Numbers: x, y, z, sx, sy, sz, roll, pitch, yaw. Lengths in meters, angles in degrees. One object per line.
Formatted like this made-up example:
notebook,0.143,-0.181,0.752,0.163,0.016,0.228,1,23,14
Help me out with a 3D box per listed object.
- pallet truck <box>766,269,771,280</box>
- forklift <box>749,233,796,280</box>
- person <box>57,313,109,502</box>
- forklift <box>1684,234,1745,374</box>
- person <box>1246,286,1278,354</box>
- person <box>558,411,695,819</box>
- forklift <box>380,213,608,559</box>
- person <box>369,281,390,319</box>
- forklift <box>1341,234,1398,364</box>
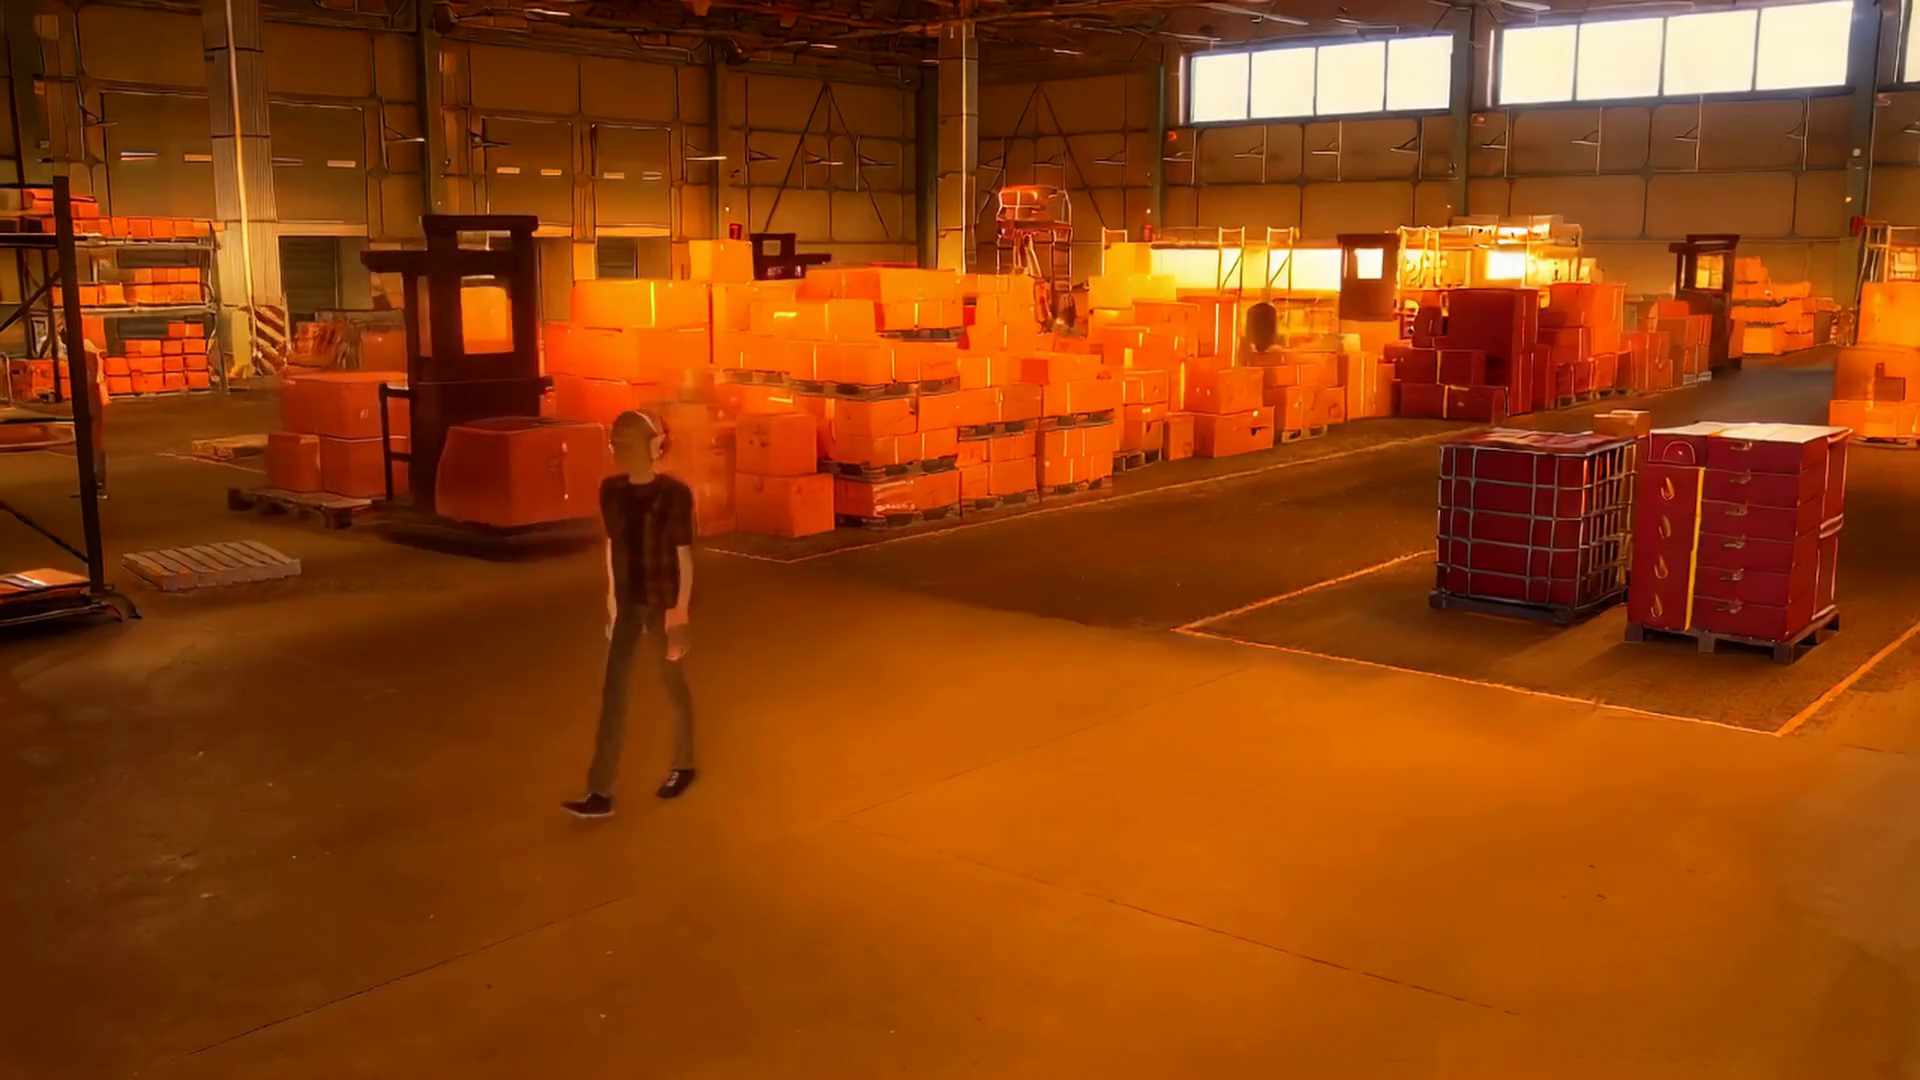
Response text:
pallet truck,-4.996,-6.432,45.525,1.885,1.965,0.823,-6,12,-32
forklift,-3.523,-4.397,31.428,1.873,2.768,1.129,8,13,40
person,-8.874,-1.349,16.853,0.409,1.909,0.591,-9,13,-41
forklift,15.271,-4.841,33.954,1.129,2.768,1.873,8,13,40
person,4.965,-3.236,27.554,0.671,1.917,0.637,-9,14,-42
person,-1.451,0.344,7.420,0.557,1.825,0.932,4,11,22
forklift,-3.990,-1.356,14.111,1.873,2.768,1.129,8,13,40
person,-11.916,-4.397,34.276,1.012,1.886,0.566,2,10,12
forklift,8.234,-4.769,33.546,1.129,2.768,1.873,1,10,8
